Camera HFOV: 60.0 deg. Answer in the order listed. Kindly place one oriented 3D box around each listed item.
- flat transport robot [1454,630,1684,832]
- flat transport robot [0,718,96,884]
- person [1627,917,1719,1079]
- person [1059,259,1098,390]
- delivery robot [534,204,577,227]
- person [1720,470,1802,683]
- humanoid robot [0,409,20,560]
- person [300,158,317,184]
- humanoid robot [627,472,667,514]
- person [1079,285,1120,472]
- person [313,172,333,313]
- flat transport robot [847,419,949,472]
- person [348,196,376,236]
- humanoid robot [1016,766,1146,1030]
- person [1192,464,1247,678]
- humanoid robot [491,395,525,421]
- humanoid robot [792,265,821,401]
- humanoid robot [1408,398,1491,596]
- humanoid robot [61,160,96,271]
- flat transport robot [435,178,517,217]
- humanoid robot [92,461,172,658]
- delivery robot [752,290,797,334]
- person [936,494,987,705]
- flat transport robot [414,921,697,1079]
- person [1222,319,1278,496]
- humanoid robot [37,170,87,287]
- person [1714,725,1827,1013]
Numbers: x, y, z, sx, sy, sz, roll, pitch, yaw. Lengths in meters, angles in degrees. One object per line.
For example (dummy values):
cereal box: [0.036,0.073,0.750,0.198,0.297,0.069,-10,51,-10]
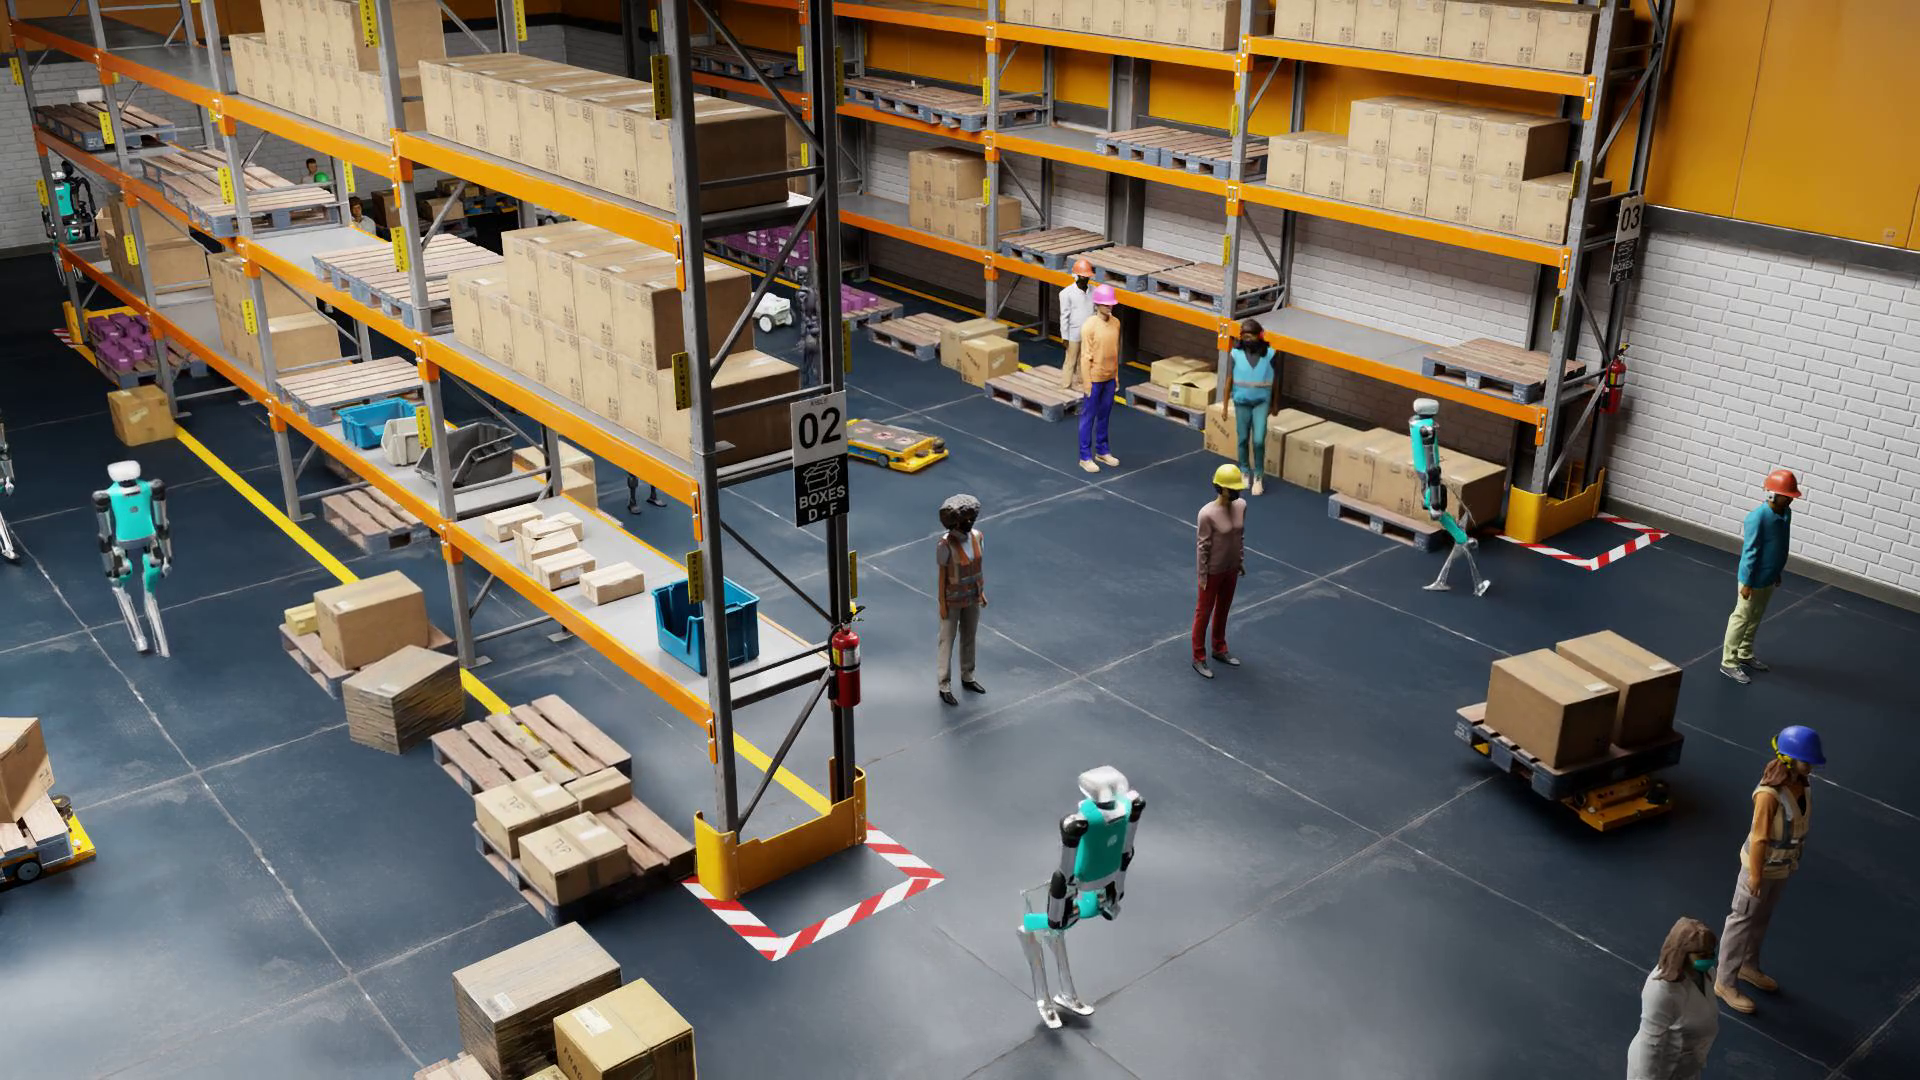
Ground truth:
flat transport robot: [4.333,1.598,11.943,0.659,0.231,1.431,-11,26,-23]
flat transport robot: [-6.475,2.096,10.790,1.431,0.231,0.659,-18,29,-36]
person: [3.408,2.543,7.997,0.483,1.660,0.337,-18,29,-36]
person: [1.396,-2.408,19.344,0.561,1.751,0.324,-18,29,-36]
delivery robot: [-6.871,-5.486,28.010,0.784,0.613,0.523,16,28,33]
person: [6.346,0.266,13.154,0.561,1.751,0.324,-18,29,-36]
humanoid robot: [-8.891,-0.615,15.047,0.533,1.677,0.735,-18,29,-36]
person: [-9.842,-5.015,25.498,0.441,1.661,0.285,-18,29,-36]
humanoid robot: [-3.116,-1.094,16.383,0.599,1.657,0.315,-18,29,-36]
person: [1.474,-1.705,17.431,0.508,1.985,0.373,-18,29,-36]
person: [-8.788,-4.154,23.166,0.533,1.933,0.409,-18,29,-36]
flat transport robot: [-0.887,-1.046,18.067,1.431,0.231,0.659,16,28,33]
person: [-7.955,-3.656,22.140,0.503,1.833,0.367,-18,29,-36]
humanoid robot: [0.597,1.922,9.235,0.542,1.693,0.772,-16,28,-33]
person: [2.076,0.227,13.228,0.524,1.770,0.304,-18,29,-36]
humanoid robot: [-5.204,-2.205,18.956,0.599,1.657,0.315,-18,29,-36]
humanoid robot: [-1.704,-2.380,19.439,0.603,1.641,0.629,2,23,6]
humanoid robot: [4.381,-0.361,14.693,0.950,1.803,0.593,2,23,4]
humanoid robot: [-13.434,-4.947,25.305,0.599,1.657,0.315,-18,29,-36]
flat transport robot: [-8.538,-5.804,29.083,1.431,0.231,0.659,-18,29,-36]
humanoid robot: [-6.704,0.146,13.478,0.552,1.781,0.785,-19,30,-37]
delivery robot: [-2.621,-3.104,22.494,0.784,0.613,0.523,16,28,33]
person: [0.003,0.443,12.821,0.436,1.690,0.312,-18,29,-36]
flat transport robot: [-2.079,3.096,8.474,1.431,0.231,0.659,-18,29,-36]
person: [2.935,-1.341,16.780,0.553,1.831,0.654,5,24,12]
humanoid robot: [-13.060,-4.560,24.182,0.533,1.677,0.735,-18,29,-36]
person: [4.614,1.847,9.460,0.462,1.779,0.305,-18,29,-36]
